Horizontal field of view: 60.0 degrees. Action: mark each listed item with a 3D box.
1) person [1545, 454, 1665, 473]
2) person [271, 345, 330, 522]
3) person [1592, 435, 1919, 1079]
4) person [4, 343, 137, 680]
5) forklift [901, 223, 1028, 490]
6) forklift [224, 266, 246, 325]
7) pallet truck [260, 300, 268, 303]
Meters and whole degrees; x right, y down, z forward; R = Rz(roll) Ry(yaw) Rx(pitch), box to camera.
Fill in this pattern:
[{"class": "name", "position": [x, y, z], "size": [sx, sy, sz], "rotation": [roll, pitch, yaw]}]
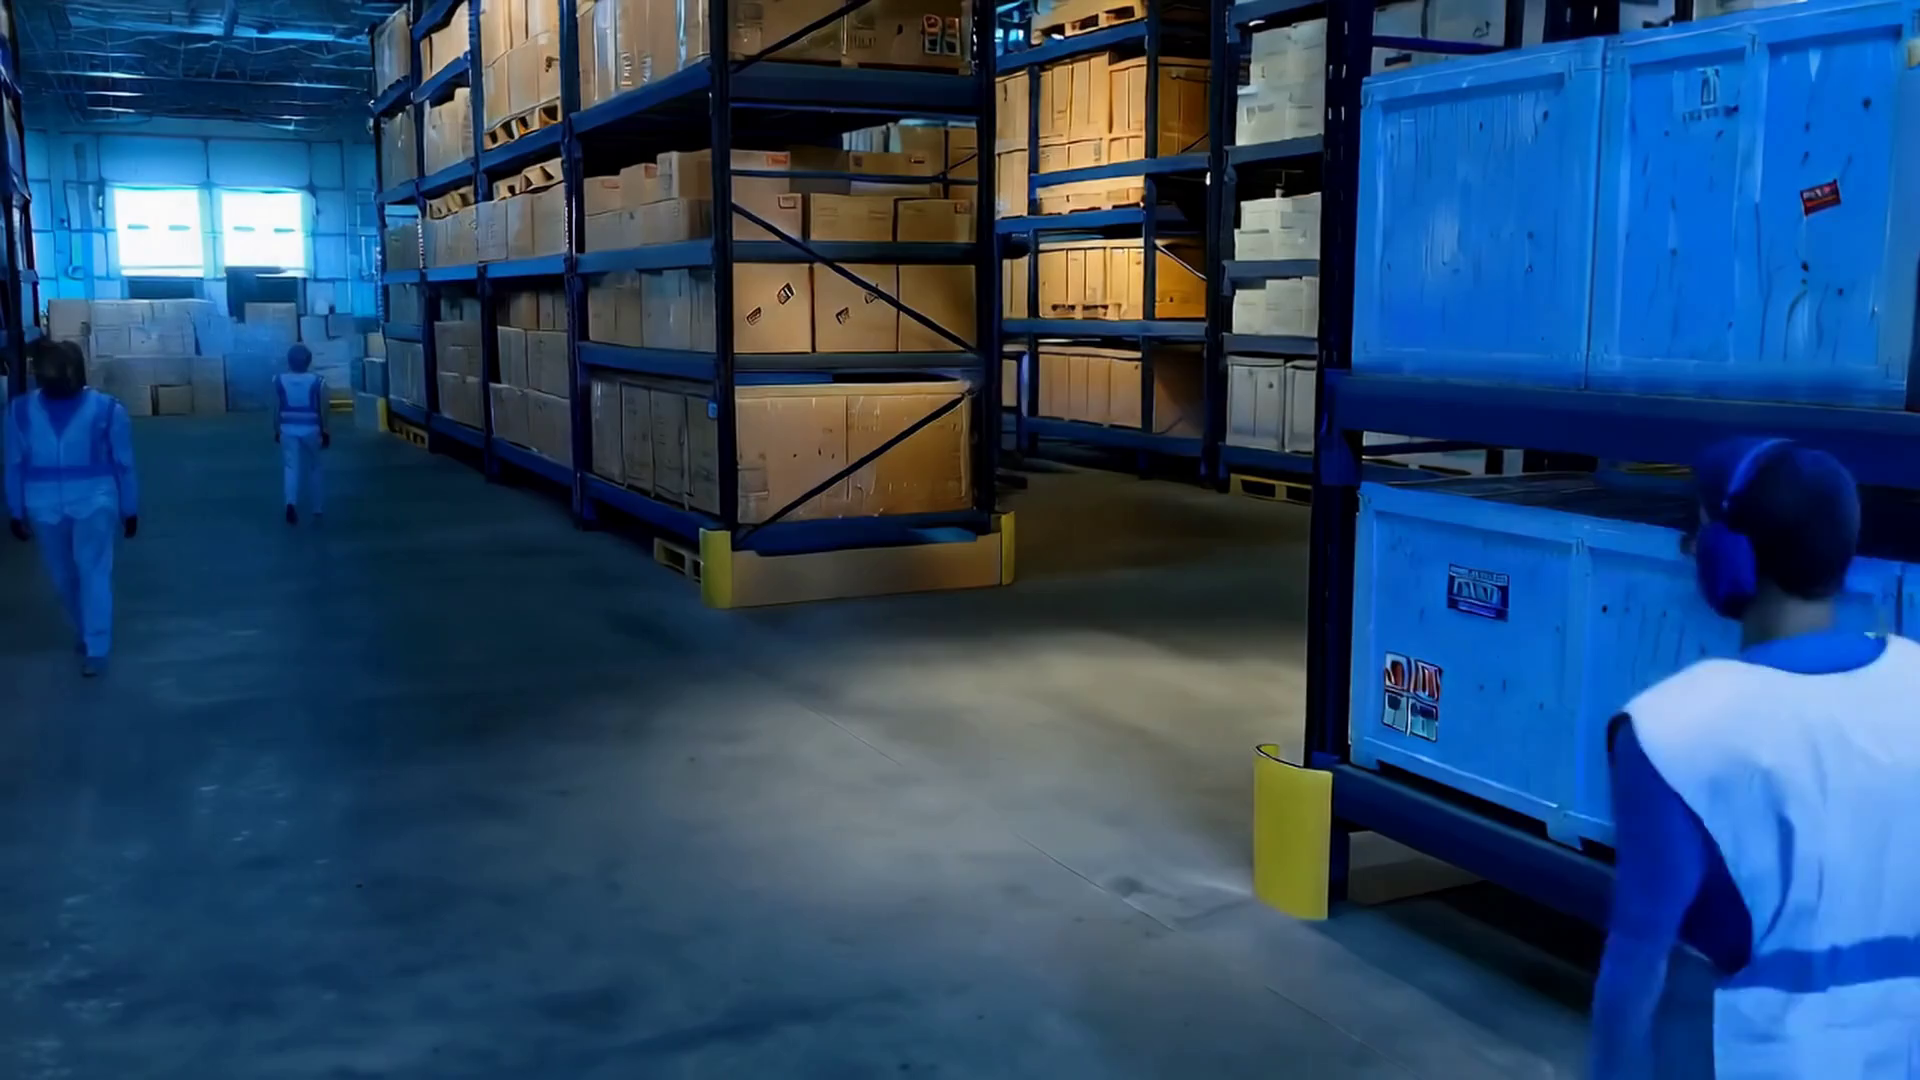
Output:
[{"class": "person", "position": [2.670, 0.046, 6.986], "size": [1.011, 1.953, 0.613], "rotation": [-4, 9, -27]}, {"class": "person", "position": [-6.022, -0.977, 15.192], "size": [0.514, 1.608, 0.786], "rotation": [-2, 8, -13]}, {"class": "person", "position": [1.154, 0.773, 2.331], "size": [0.592, 1.833, 0.472], "rotation": [-3, 9, -17]}, {"class": "person", "position": [-4.855, -0.184, 9.110], "size": [0.627, 1.798, 0.956], "rotation": [-3, 9, -17]}, {"class": "forklift", "position": [-0.203, -1.975, 17.707], "size": [1.129, 2.768, 1.873], "rotation": [-4, 9, -26]}, {"class": "forklift", "position": [-17.757, -5.360, 41.049], "size": [1.873, 2.768, 1.129], "rotation": [-2, 8, -11]}, {"class": "pallet truck", "position": [-23.913, -7.404, 58.171], "size": [1.885, 1.965, 0.823], "rotation": [-1, 8, -9]}]
